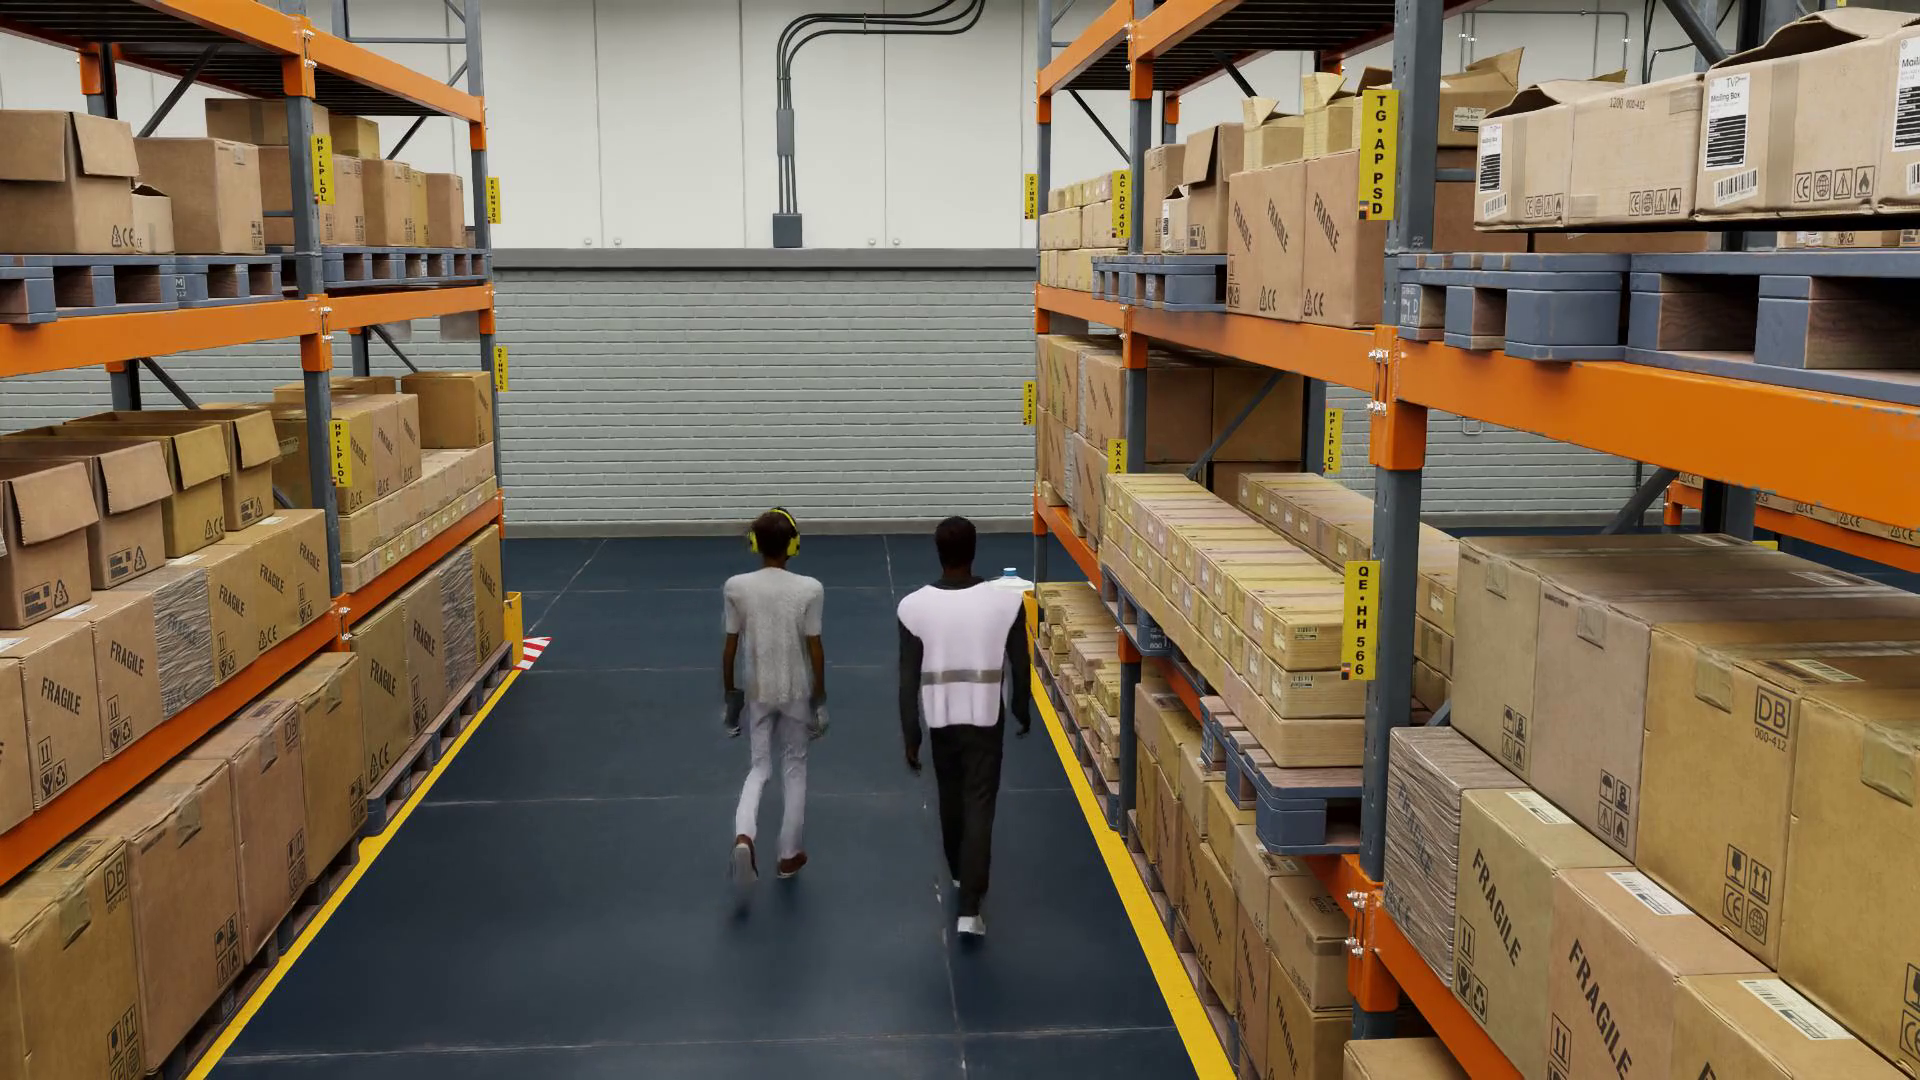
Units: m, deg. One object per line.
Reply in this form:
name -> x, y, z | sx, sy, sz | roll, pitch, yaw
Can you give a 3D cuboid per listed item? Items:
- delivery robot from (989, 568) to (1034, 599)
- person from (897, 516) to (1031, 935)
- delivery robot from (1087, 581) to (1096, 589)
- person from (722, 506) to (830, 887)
delivery robot -> 0.398, 0.468, 13.283 | 0.707, 0.478, 0.477 | 0, 10, 2
person -> 0.015, 0.824, 7.631 | 0.598, 1.870, 1.030 | 1, 10, 5
delivery robot -> 1.097, 0.496, 13.119 | 0.707, 0.478, 0.477 | -7, 12, -35
person -> -0.888, 0.768, 7.985 | 0.517, 1.854, 0.649 | 2, 10, 10
